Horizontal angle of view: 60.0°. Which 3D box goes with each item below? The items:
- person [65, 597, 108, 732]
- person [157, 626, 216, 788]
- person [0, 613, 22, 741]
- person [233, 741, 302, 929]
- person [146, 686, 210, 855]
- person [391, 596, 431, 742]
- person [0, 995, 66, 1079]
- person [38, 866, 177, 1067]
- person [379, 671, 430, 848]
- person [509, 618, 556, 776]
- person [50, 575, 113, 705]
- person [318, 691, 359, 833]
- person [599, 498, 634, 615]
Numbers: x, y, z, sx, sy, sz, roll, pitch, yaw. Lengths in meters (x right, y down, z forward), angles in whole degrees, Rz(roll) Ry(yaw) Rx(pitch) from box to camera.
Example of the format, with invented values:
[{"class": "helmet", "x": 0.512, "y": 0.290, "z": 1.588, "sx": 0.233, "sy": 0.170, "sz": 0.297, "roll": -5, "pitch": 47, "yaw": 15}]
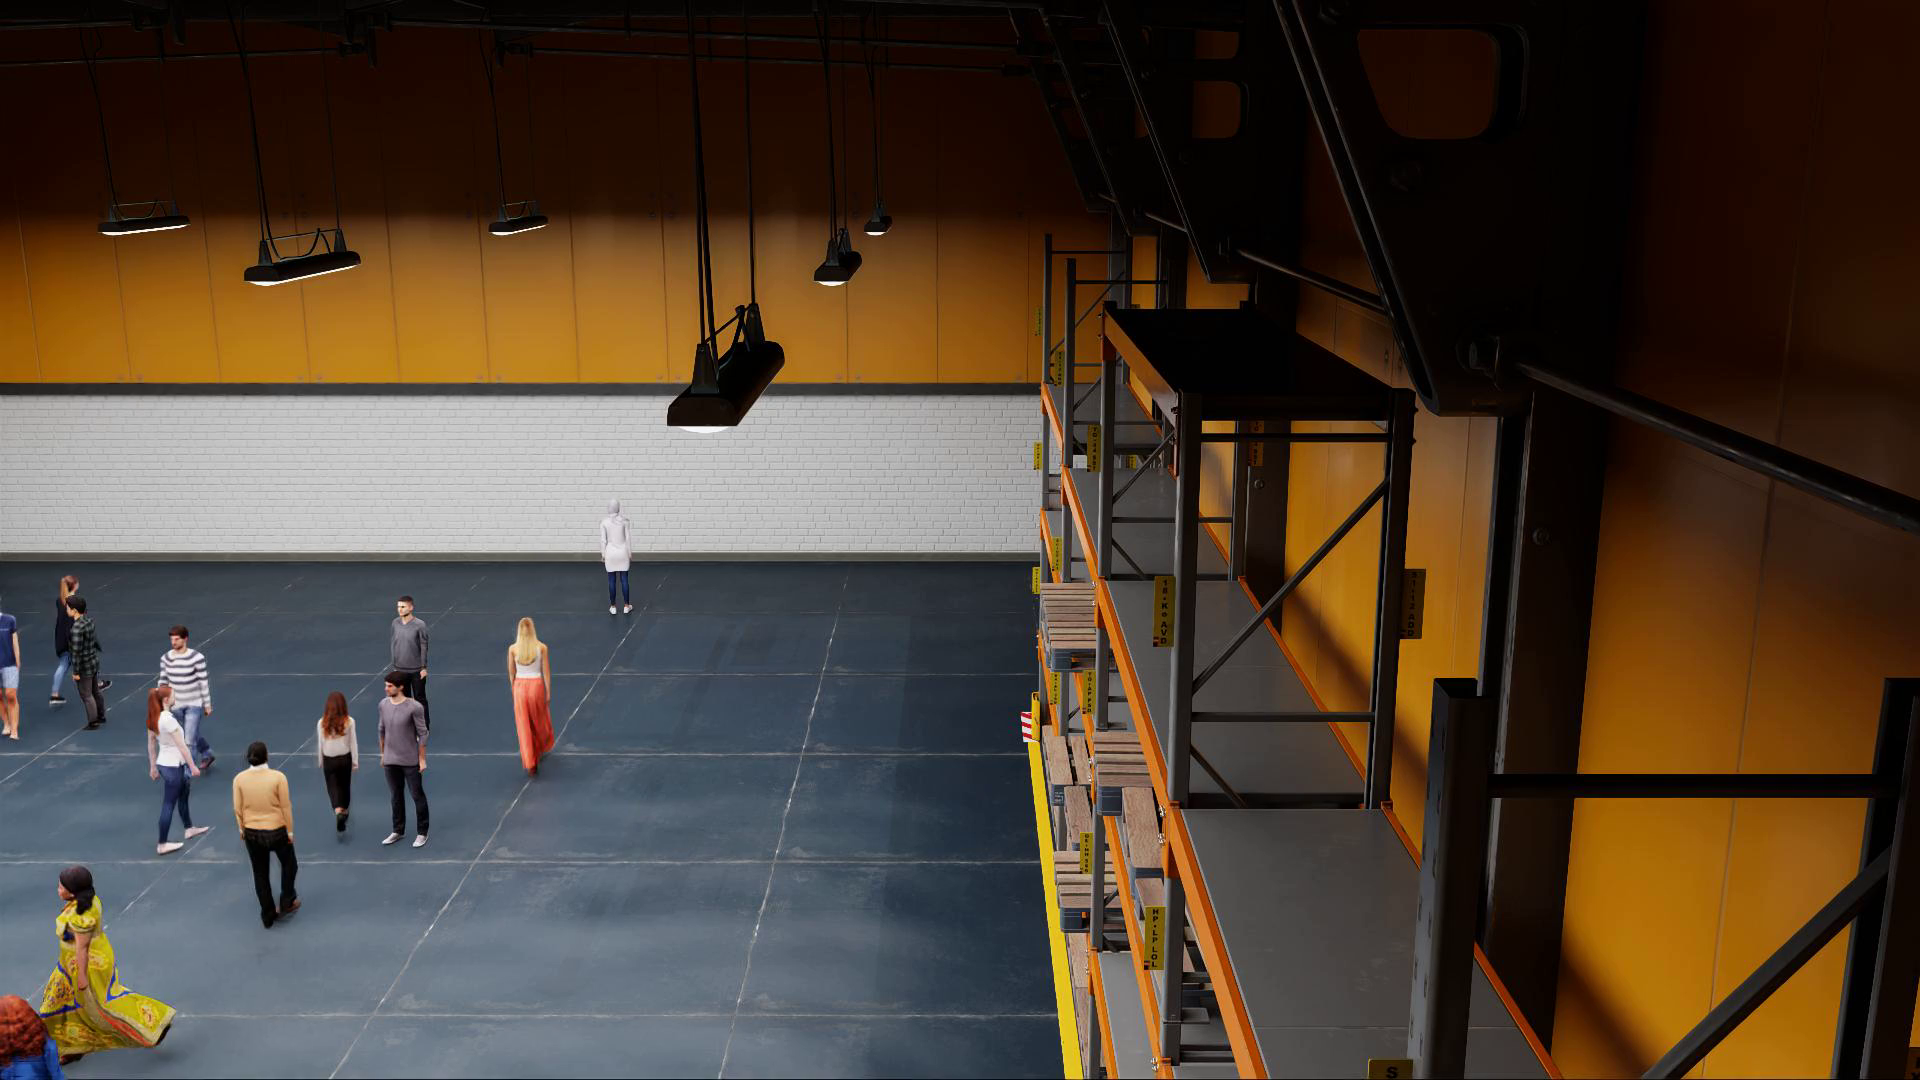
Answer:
[{"class": "person", "x": -10.704, "y": 1.513, "z": 20.343, "sx": 0.731, "sy": 1.708, "sz": 0.516, "roll": -2, "pitch": 14, "yaw": -7}, {"class": "person", "x": -8.603, "y": 1.833, "z": 18.598, "sx": 0.749, "sy": 1.797, "sz": 1.240, "roll": 1, "pitch": 14, "yaw": 6}, {"class": "person", "x": -11.556, "y": 1.483, "z": 19.999, "sx": 0.853, "sy": 1.816, "sz": 1.103, "roll": -5, "pitch": 14, "yaw": -20}, {"class": "person", "x": -6.330, "y": 2.698, "z": 15.131, "sx": 0.710, "sy": 1.745, "sz": 0.745, "roll": -2, "pitch": 14, "yaw": -7}, {"class": "person", "x": -8.019, "y": 2.333, "z": 16.701, "sx": 0.839, "sy": 1.717, "sz": 0.925, "roll": 11, "pitch": 18, "yaw": 39}, {"class": "person", "x": -6.592, "y": 1.525, "z": 19.944, "sx": 0.653, "sy": 1.761, "sz": 0.592, "roll": 2, "pitch": 14, "yaw": 10}, {"class": "person", "x": -5.892, "y": 3.785, "z": 10.543, "sx": 0.837, "sy": 1.794, "sz": 1.191, "roll": -4, "pitch": 14, "yaw": -15}, {"class": "person", "x": -6.658, "y": 3.299, "z": 12.905, "sx": 1.228, "sy": 1.627, "sz": 1.372, "roll": -7, "pitch": 15, "yaw": -27}, {"class": "person", "x": -5.667, "y": 2.206, "z": 16.941, "sx": 0.722, "sy": 1.851, "sz": 0.632, "roll": 4, "pitch": 14, "yaw": 15}, {"class": "person", "x": -4.890, "y": 1.796, "z": 18.823, "sx": 0.685, "sy": 1.761, "sz": 1.208, "roll": -1, "pitch": 14, "yaw": -5}, {"class": "person", "x": -11.341, "y": 1.301, "z": 21.126, "sx": 0.856, "sy": 1.640, "sz": 1.218, "roll": 4, "pitch": 14, "yaw": 17}, {"class": "person", "x": -6.471, "y": 2.321, "z": 17.289, "sx": 0.781, "sy": 1.464, "sz": 1.001, "roll": -6, "pitch": 15, "yaw": -23}, {"class": "person", "x": -5.206, "y": 0.239, "z": 25.226, "sx": 0.645, "sy": 1.775, "sz": 0.577, "roll": -2, "pitch": 14, "yaw": -9}]
